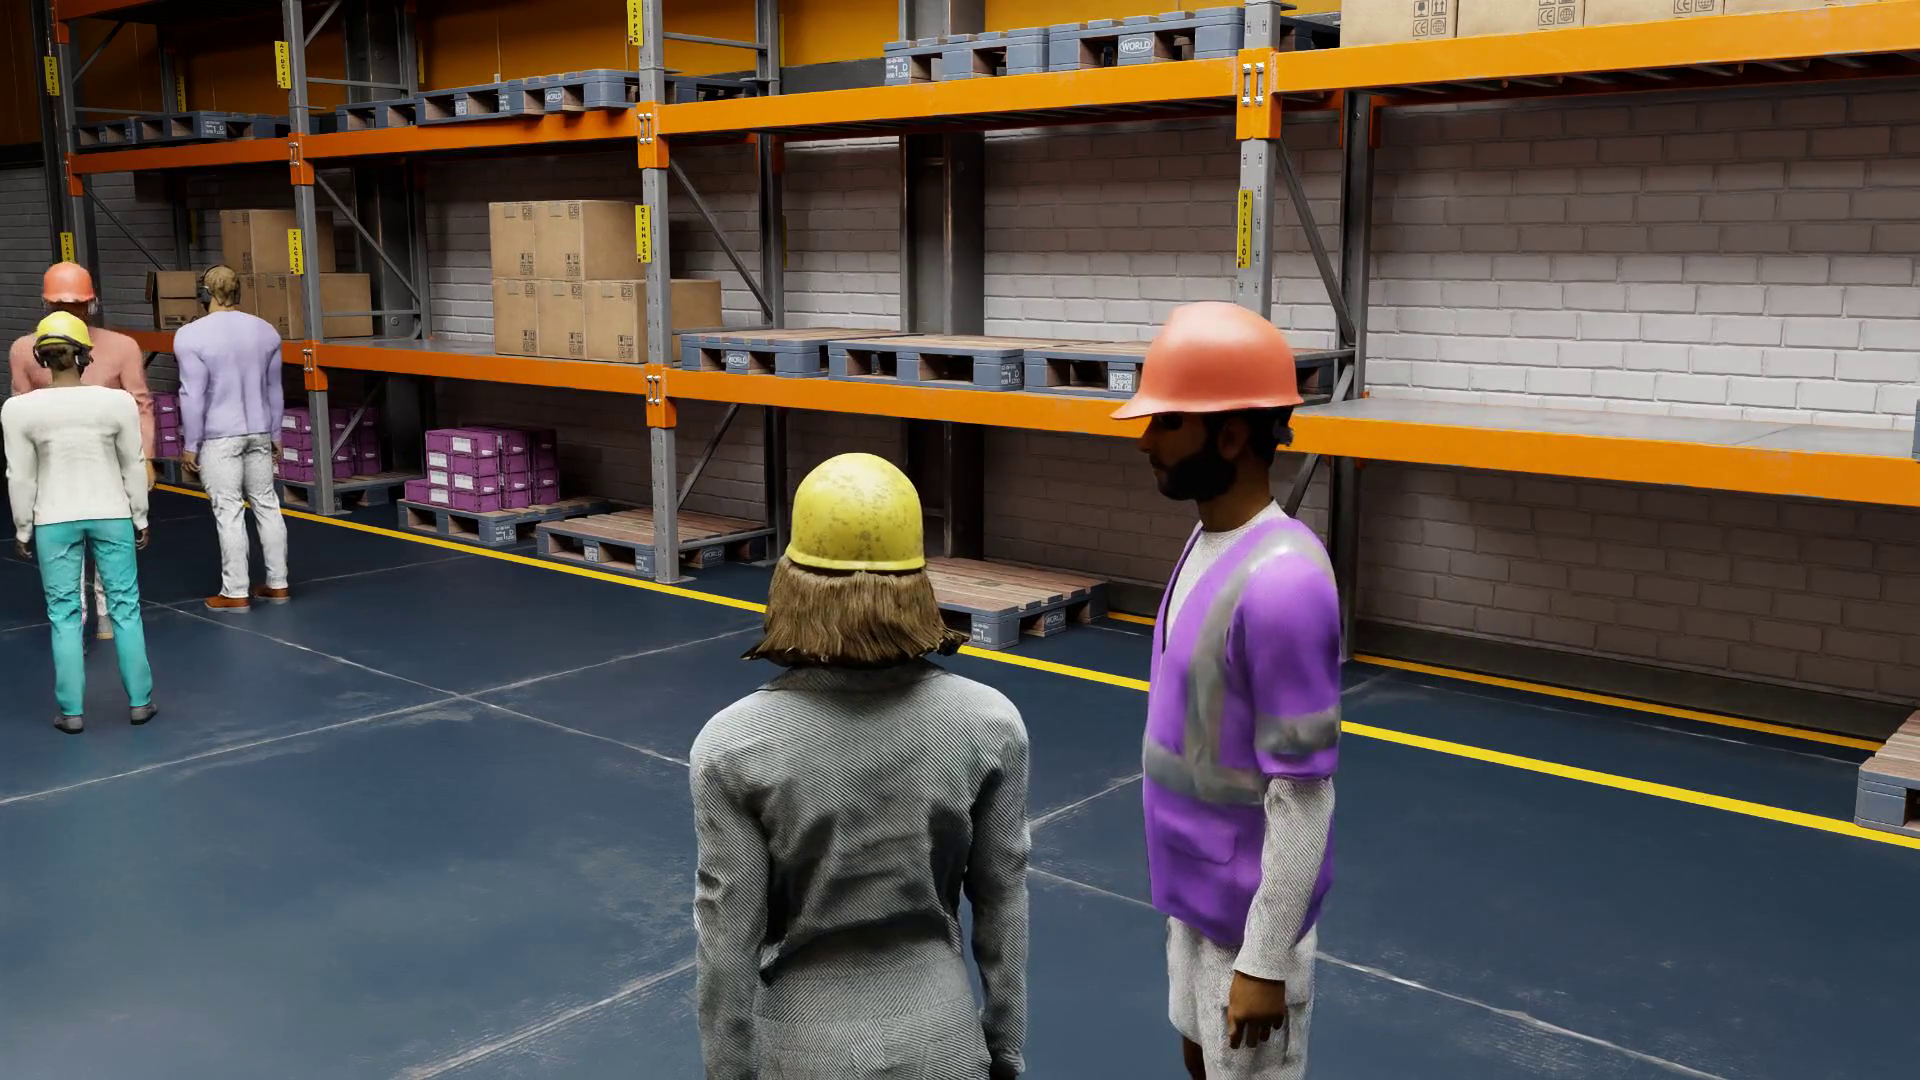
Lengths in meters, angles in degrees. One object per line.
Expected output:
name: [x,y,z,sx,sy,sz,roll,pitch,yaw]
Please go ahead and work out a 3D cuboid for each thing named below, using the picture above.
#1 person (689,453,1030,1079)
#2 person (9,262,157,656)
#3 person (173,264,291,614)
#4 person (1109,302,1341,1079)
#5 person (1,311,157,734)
person: [-0.141,0.744,2.393,0.493,1.742,0.322,-3,11,-19]
person: [-4.360,-0.397,8.294,0.639,1.940,1.000,-5,11,-25]
person: [-4.048,-0.555,9.263,0.379,1.933,0.644,6,12,30]
person: [0.428,0.575,2.801,0.373,1.934,0.551,-1,10,-5]
person: [-3.679,-0.068,6.973,0.523,1.761,0.328,-6,11,-30]
